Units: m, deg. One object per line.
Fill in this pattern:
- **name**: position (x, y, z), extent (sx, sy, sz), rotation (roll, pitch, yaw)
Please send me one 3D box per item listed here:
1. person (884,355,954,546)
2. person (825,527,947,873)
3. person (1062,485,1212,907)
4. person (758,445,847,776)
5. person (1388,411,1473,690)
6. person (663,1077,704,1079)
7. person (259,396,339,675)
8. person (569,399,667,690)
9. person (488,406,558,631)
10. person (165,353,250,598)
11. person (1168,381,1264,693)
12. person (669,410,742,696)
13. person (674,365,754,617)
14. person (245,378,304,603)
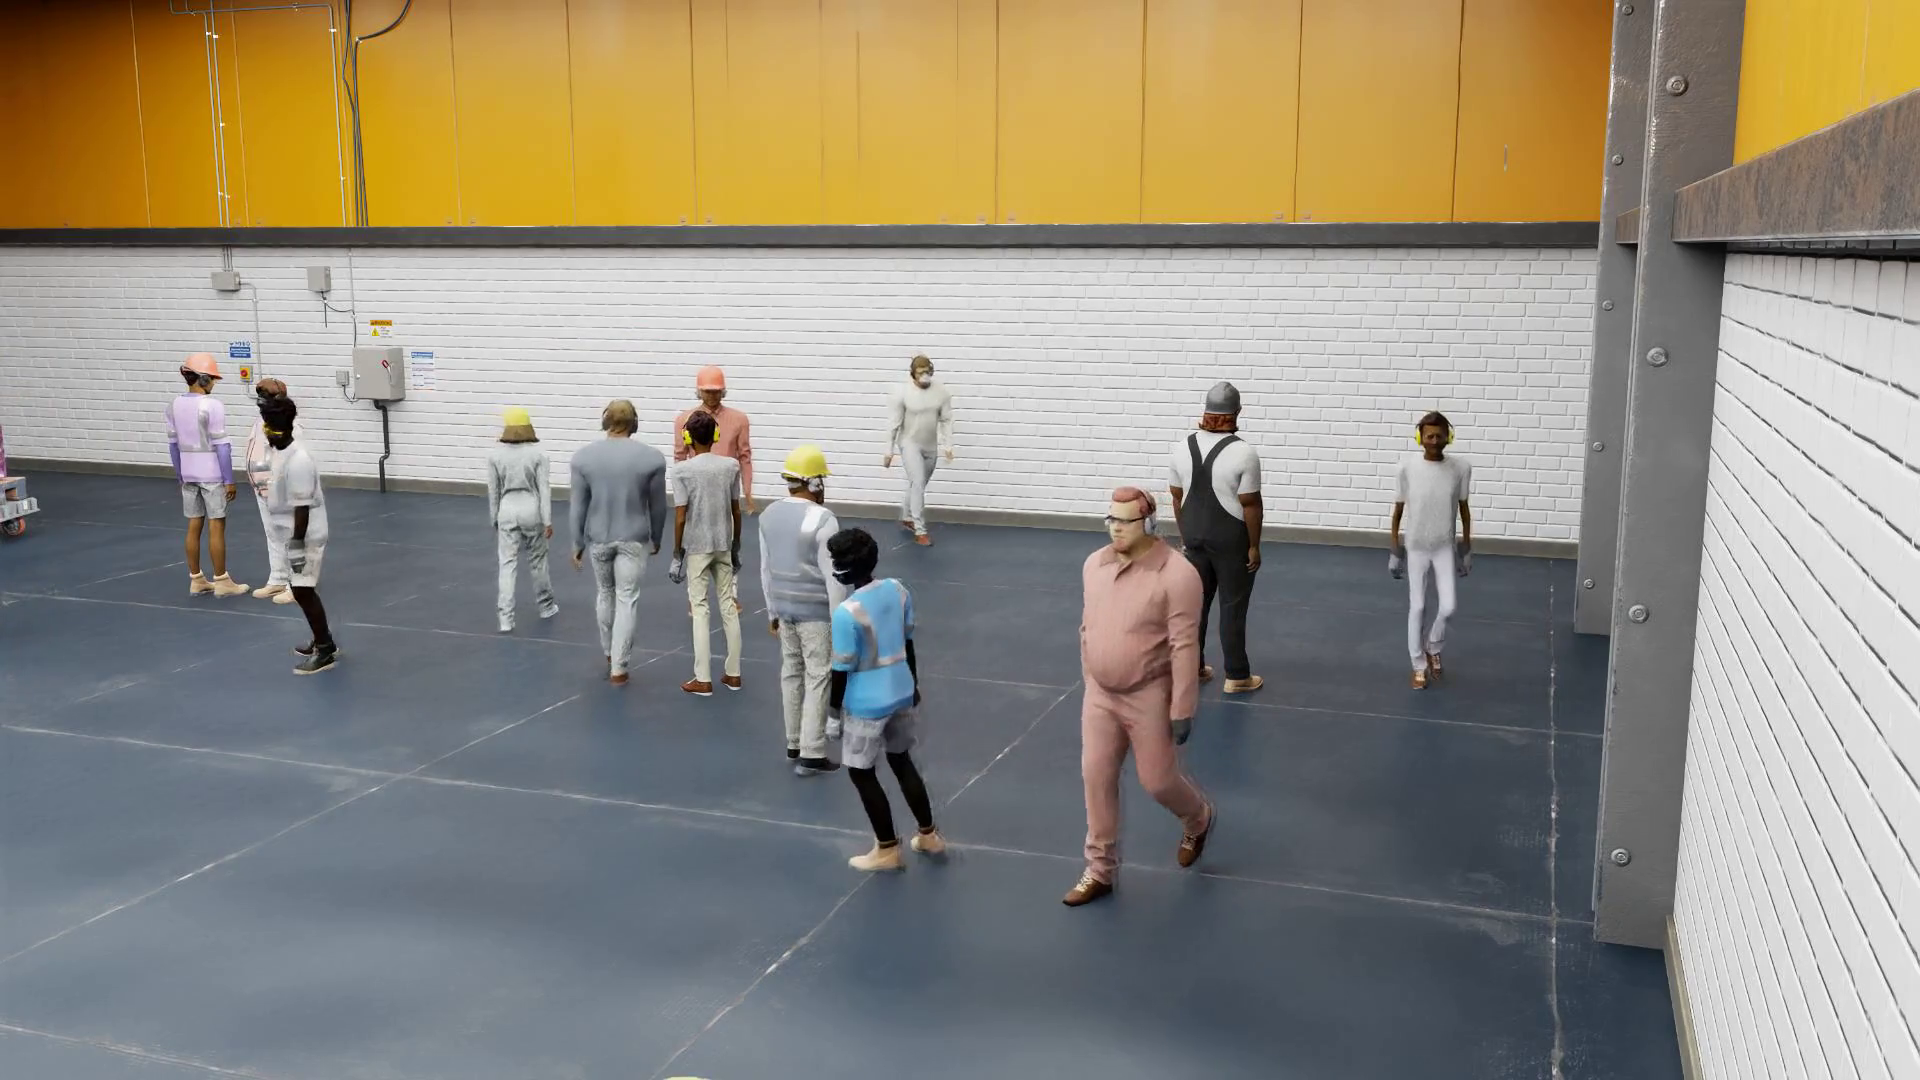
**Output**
- **person**: position (-0.448, -0.917, 16.516), extent (0.649, 1.879, 0.954), rotation (-6, 12, -31)
- **person**: position (-0.360, 0.743, 7.697), extent (0.374, 1.658, 0.638), rotation (7, 12, 33)
- **person**: position (0.825, 0.673, 7.490), extent (0.651, 1.881, 0.818), rotation (9, 13, 41)
- **person**: position (-0.867, 0.395, 9.261), extent (0.606, 1.830, 0.491), rotation (9, 13, 41)
- **person**: position (3.098, 0.074, 10.929), extent (0.559, 1.851, 0.394), rotation (1, 10, 8)
- **person**: position (-0.366, 1.602, 2.121), extent (0.590, 1.926, 0.388), rotation (7, 12, 36)
- **person**: position (-4.506, -0.037, 11.360), extent (0.480, 1.922, 0.700), rotation (-6, 12, -30)
- **person**: position (-2.269, -0.002, 11.225), extent (0.630, 1.898, 0.921), rotation (0, 10, 1)
- **person**: position (-3.373, -0.181, 12.805), extent (0.499, 1.700, 0.817), rotation (0, 10, 1)
- **person**: position (-6.262, -0.530, 13.829), extent (0.605, 2.034, 0.391), rotation (4, 11, 22)
- **person**: position (1.742, -0.027, 10.972), extent (0.686, 2.000, 0.538), rotation (10, 14, 44)
- **person**: position (-1.658, 0.085, 10.843), extent (0.521, 1.865, 0.335), rotation (-7, 12, -34)
- **person**: position (-1.944, -0.391, 13.152), extent (0.616, 1.994, 0.395), rotation (-3, 11, -18)
- **person**: position (-5.627, -0.409, 13.681), extent (0.627, 1.847, 0.429), rotation (9, 13, 41)
